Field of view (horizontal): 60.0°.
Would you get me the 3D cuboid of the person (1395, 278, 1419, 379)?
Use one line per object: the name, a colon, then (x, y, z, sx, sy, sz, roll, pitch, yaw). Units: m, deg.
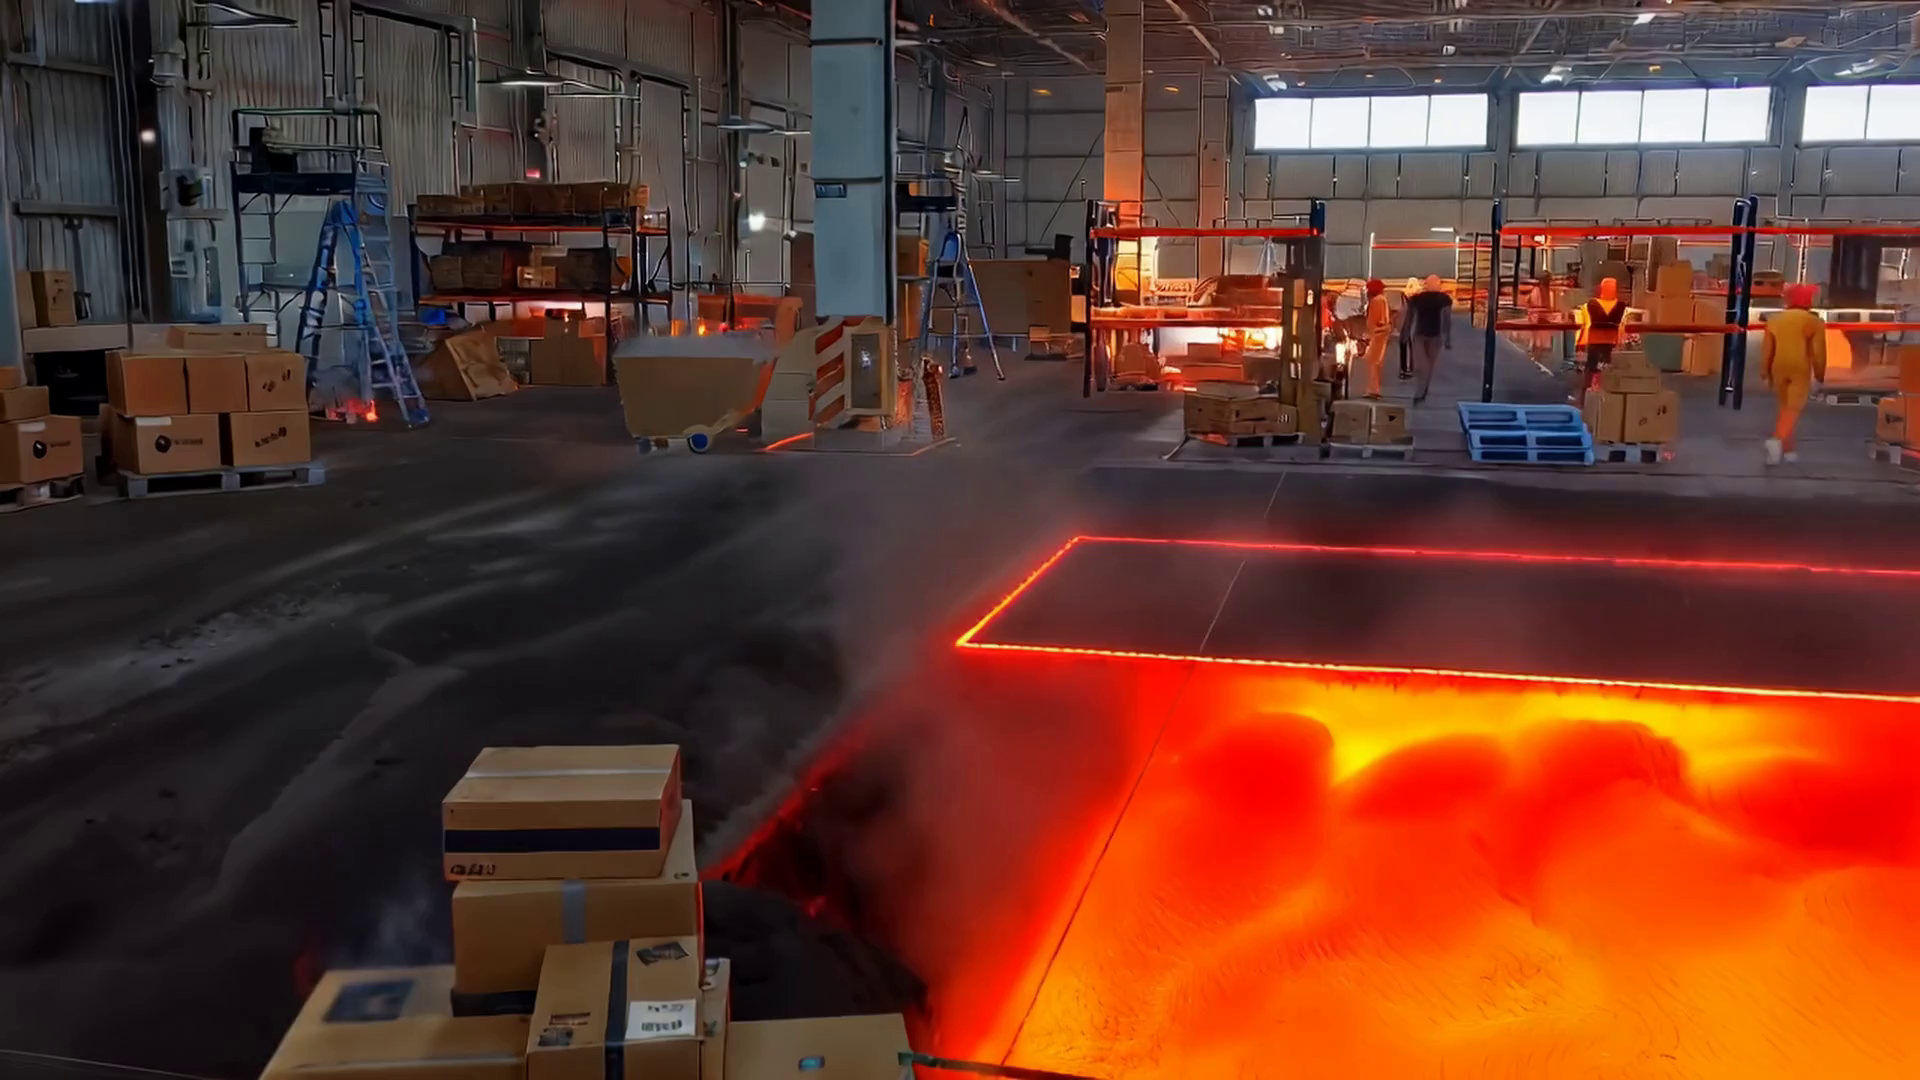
person: (8.117, -3.805, 30.007, 0.534, 1.823, 0.823, 3, 10, 16)

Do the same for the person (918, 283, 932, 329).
person: (-1.003, -7.363, 50.566, 0.544, 1.930, 0.389, -4, 11, -23)

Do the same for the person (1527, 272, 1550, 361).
person: (12.206, -4.695, 35.017, 0.635, 1.869, 0.423, -6, 11, -30)

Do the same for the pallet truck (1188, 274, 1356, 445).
pallet truck: (3.653, -2.138, 19.590, 1.885, 1.965, 0.823, -4, 10, -20)

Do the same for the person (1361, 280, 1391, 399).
person: (6.421, -3.087, 25.671, 0.432, 1.833, 0.645, 6, 11, 31)

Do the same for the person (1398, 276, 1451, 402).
person: (7.064, -3.061, 25.317, 0.760, 1.884, 0.957, 2, 10, 13)

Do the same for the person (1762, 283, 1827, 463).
person: (8.759, -1.754, 17.573, 0.836, 1.920, 0.627, -8, 13, -39)

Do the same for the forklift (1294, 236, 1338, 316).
forklift: (10.611, -7.959, 51.265, 1.873, 2.768, 1.129, -2, 10, -12)

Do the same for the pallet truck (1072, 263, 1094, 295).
pallet truck: (4.325, -8.180, 55.162, 0.823, 1.965, 1.885, 6, 11, 31)

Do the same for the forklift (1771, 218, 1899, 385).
forklift: (15.083, -4.085, 28.456, 1.873, 2.768, 1.129, 2, 10, 14)

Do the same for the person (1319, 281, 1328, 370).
person: (6.914, -4.126, 32.064, 0.485, 1.738, 0.320, -9, 13, -41)

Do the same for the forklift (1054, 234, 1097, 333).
forklift: (2.933, -7.338, 47.611, 1.873, 2.768, 1.129, 2, 10, 14)

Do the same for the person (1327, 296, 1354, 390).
person: (4.867, -2.276, 21.299, 0.319, 1.693, 0.533, 3, 10, 17)

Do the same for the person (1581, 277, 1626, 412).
person: (9.012, -2.729, 23.335, 0.587, 1.912, 0.390, 1, 10, 8)
